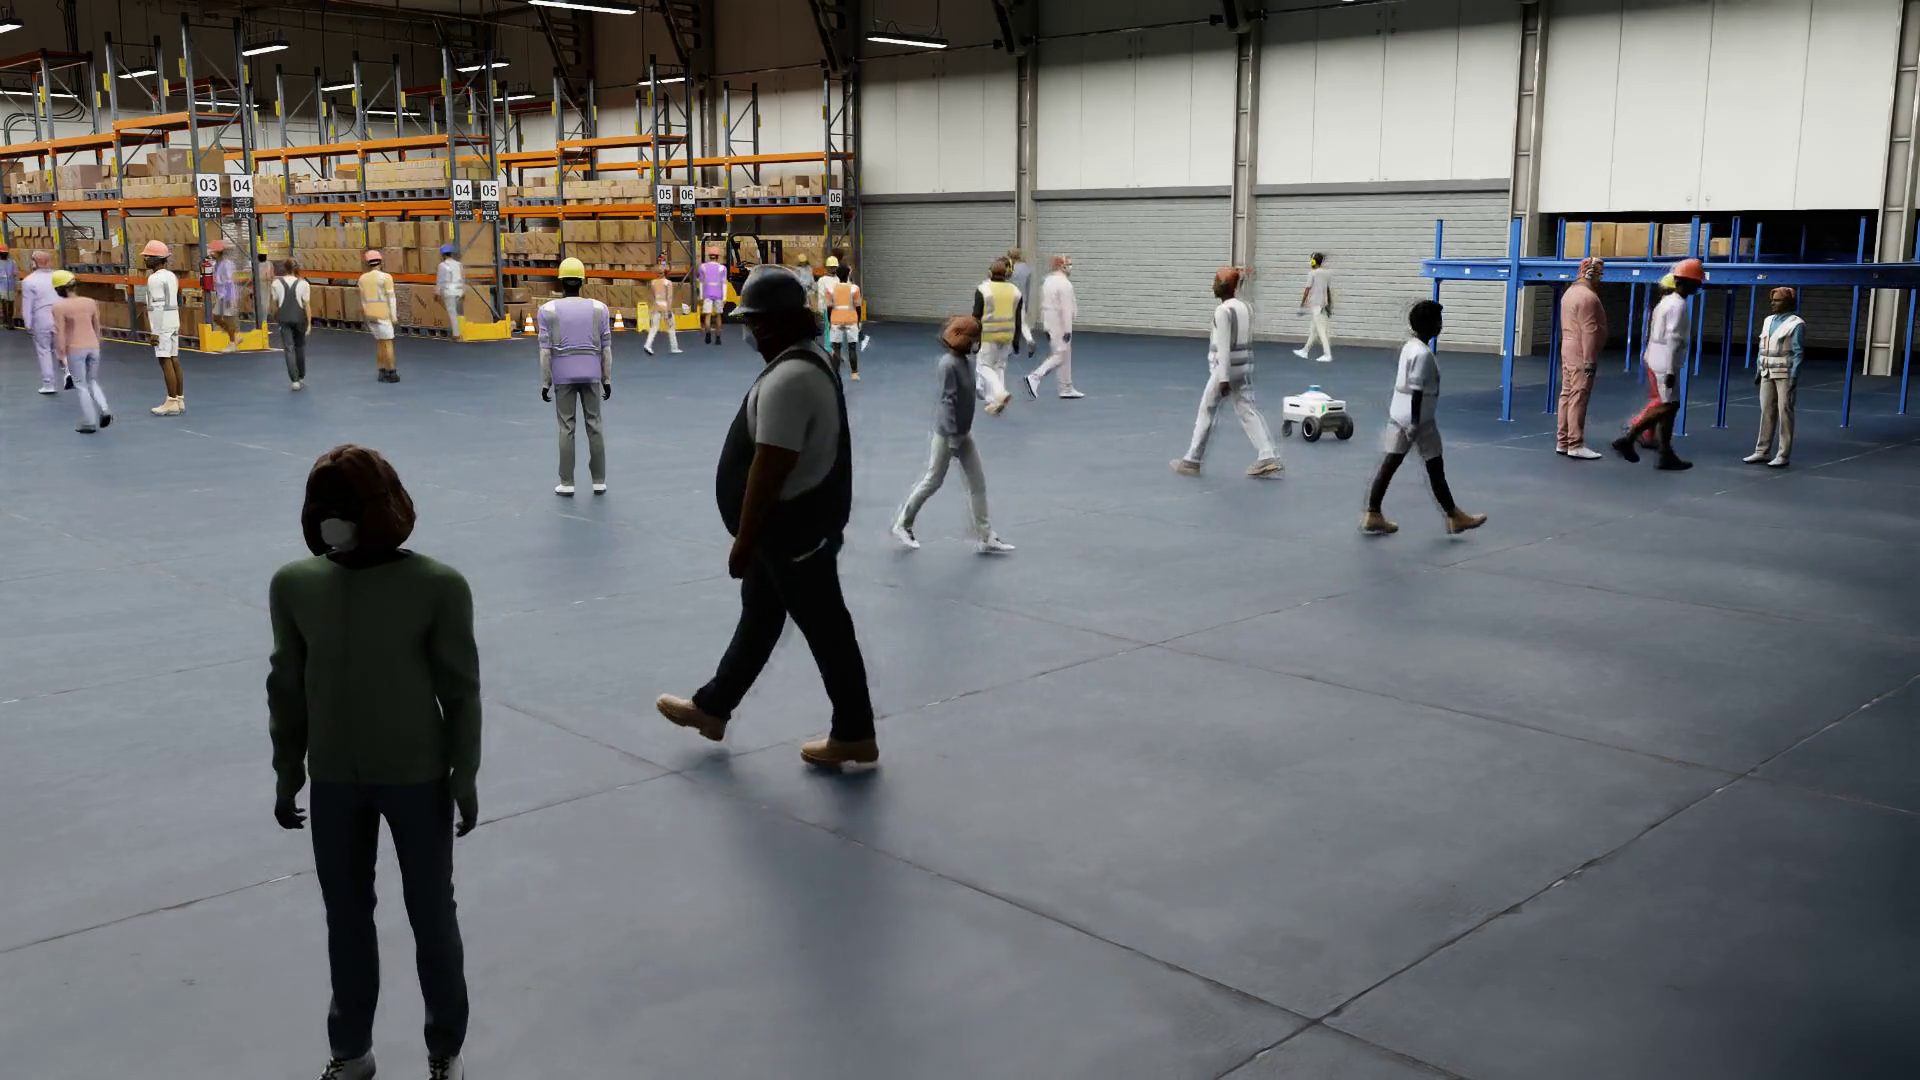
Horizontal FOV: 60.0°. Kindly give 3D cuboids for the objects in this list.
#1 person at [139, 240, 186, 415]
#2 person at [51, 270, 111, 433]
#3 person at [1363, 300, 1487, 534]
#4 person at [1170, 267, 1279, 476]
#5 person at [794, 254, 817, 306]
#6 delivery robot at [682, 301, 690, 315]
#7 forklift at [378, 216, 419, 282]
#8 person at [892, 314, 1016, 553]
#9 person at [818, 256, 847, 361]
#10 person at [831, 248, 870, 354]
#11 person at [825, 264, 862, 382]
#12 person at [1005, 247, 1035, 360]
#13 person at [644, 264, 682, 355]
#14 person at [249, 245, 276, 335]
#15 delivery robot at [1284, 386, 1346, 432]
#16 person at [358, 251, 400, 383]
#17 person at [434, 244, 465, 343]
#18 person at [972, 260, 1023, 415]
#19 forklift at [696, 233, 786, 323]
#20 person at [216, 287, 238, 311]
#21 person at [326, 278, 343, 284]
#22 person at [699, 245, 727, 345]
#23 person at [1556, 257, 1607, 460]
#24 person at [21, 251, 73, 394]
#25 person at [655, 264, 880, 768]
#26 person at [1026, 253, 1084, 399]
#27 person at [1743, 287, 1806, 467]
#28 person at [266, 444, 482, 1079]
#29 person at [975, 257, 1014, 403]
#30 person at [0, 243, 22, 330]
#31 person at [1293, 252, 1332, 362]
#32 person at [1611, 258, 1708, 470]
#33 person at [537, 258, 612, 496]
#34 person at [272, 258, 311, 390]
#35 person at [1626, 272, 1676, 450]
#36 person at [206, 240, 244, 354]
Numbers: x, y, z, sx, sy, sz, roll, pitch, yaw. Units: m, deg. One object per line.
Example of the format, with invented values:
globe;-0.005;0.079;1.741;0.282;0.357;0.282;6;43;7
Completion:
person;-9.469;-2.519;19.744;0.360;2.047;0.615;-1;10;-7
person;-9.482;-2.026;17.877;0.413;1.736;0.549;5;12;27
person;3.286;-0.857;11.731;0.861;1.644;0.544;0;10;1
person;2.385;-1.484;14.688;0.999;1.836;0.587;7;12;32
person;-3.608;-5.724;38.164;0.536;1.693;0.845;-10;14;-43
delivery robot;-6.655;-5.486;39.859;0.707;0.478;0.477;7;12;32
forklift;-17.868;-9.201;54.028;1.873;2.768;1.129;-10;14;-44
person;-0.068;-0.714;11.120;0.831;1.595;0.521;5;11;24
person;-2.110;-3.860;27.845;0.557;1.748;0.525;-5;11;-25
person;-2.070;-4.285;29.808;0.794;1.894;0.595;0;10;1
person;-1.673;-3.127;24.029;0.531;1.692;0.320;0;10;2
person;0.969;-4.028;28.338;0.636;1.919;0.785;-6;12;-29
person;-5.317;-4.100;29.565;0.523;1.606;0.808;7;13;34
person;-14.862;-5.340;35.511;0.438;1.905;0.580;5;12;25
delivery robot;3.720;-1.379;17.462;0.477;0.478;0.707;-5;11;-26
person;-8.422;-3.236;24.137;0.567;1.898;0.418;4;11;19
person;-10.166;-4.896;33.047;0.661;1.913;0.627;4;11;23
person;0.432;-2.368;19.536;0.648;1.814;0.547;-5;12;-28
forklift;-5.496;-6.489;41.108;2.313;2.155;1.214;-10;14;-44
person;-15.932;-5.416;36.107;0.624;1.845;0.430;5;12;27
person;-16.662;-6.855;44.074;0.871;1.792;0.616;6;12;30
person;-4.776;-4.738;32.205;0.553;1.918;0.664;0;10;-3
person;5.965;-1.742;15.913;0.406;1.903;0.638;0;10;2
person;-12.231;-2.906;22.256;0.427;1.895;0.667;6;12;28
person;-0.782;-0.089;6.631;1.005;2.000;0.699;1;10;3
person;1.238;-2.760;21.528;0.814;1.883;0.652;-3;11;-18
person;7.525;-1.501;15.301;0.312;1.642;0.512;-3;11;-14
person;-1.392;0.580;3.976;0.507;1.631;0.266;1;10;3
person;0.471;-2.647;20.988;0.416;1.843;0.548;-8;13;-36
person;-21.346;-5.672;37.281;0.548;1.918;0.568;10;14;43
person;5.993;-3.944;28.175;0.521;1.813;0.948;-9;14;-40
person;6.359;-1.588;15.052;0.652;1.911;0.590;3;11;15
person;-3.141;-1.332;13.600;0.588;1.927;0.370;-5;11;-23
person;-9.248;-3.005;23.097;0.494;1.780;0.976;-3;11;-18
person;6.927;-1.761;16.421;0.401;1.743;0.540;4;11;21
person;-13.219;-4.355;29.831;0.611;2.024;0.458;9;14;41
